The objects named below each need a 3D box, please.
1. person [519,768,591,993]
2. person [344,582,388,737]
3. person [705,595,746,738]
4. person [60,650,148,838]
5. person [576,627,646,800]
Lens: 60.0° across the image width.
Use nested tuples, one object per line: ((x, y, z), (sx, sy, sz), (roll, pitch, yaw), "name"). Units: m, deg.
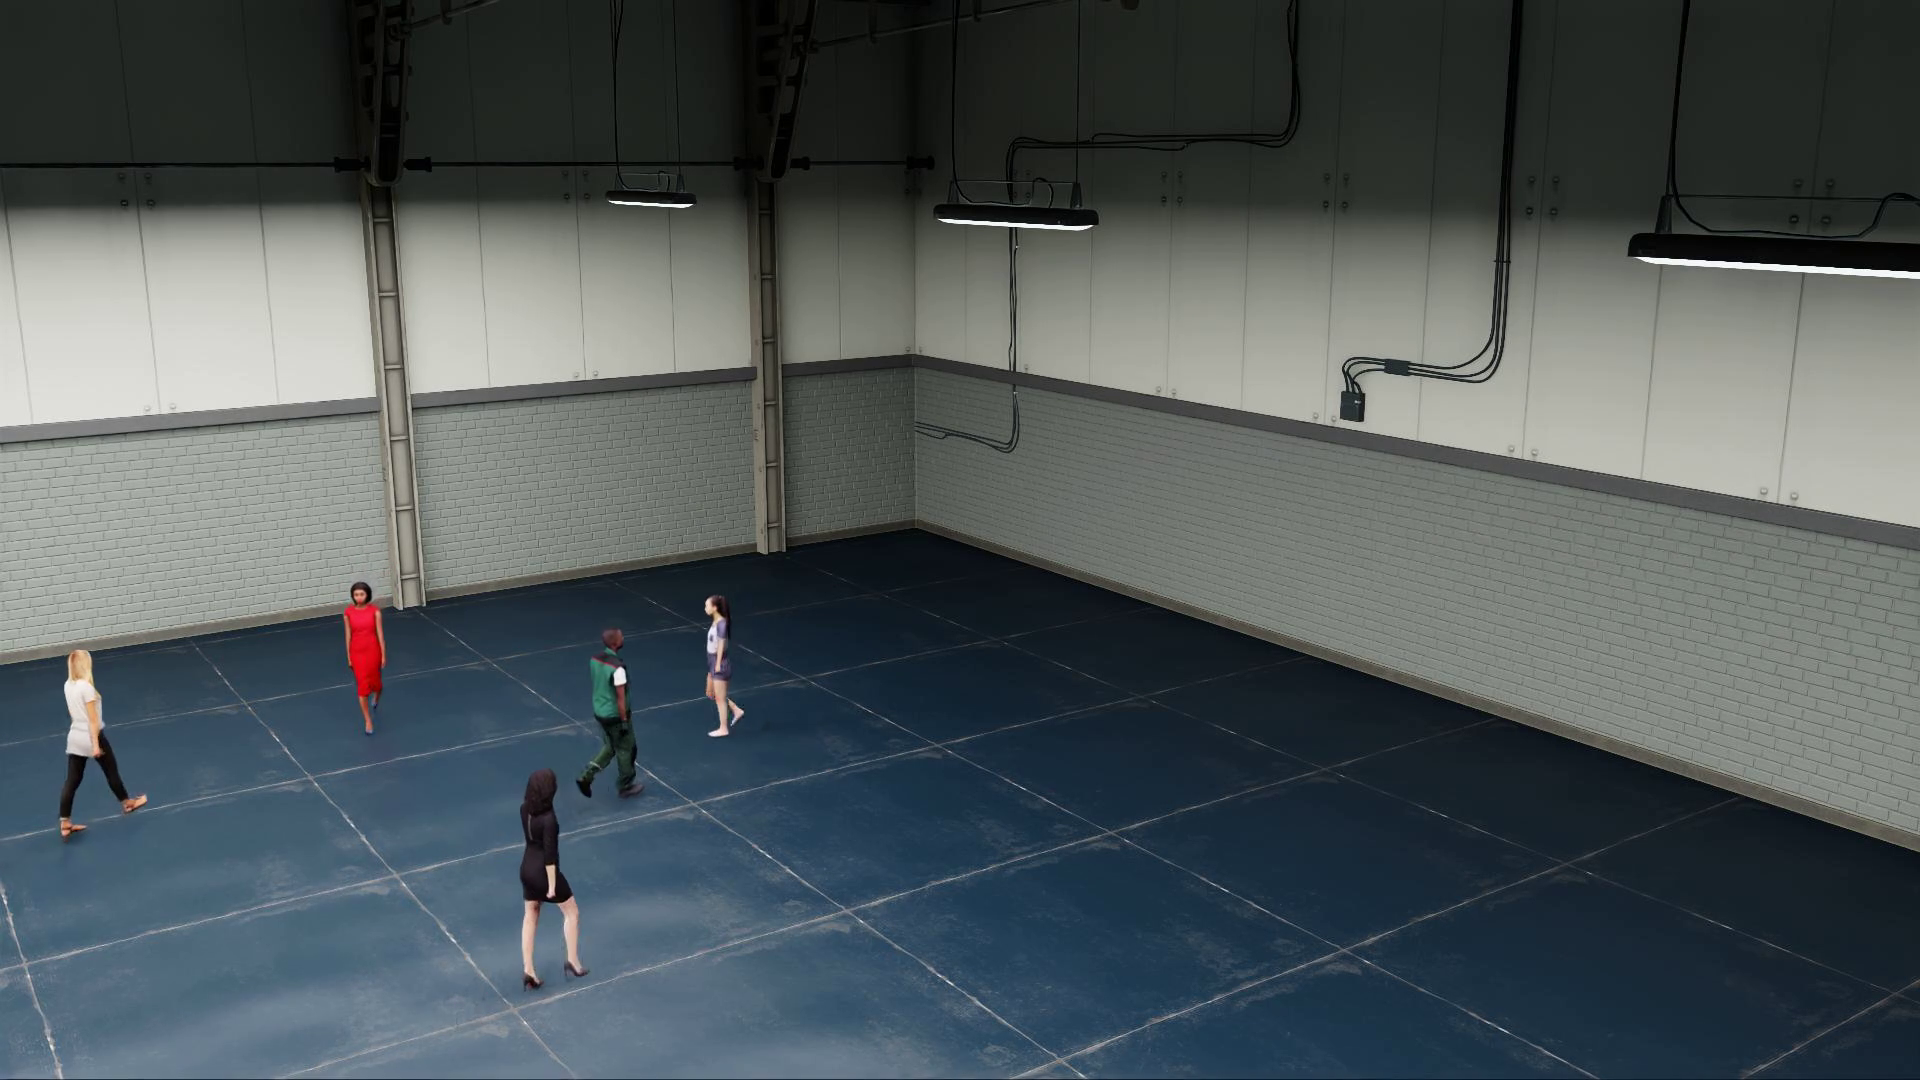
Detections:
((-3.331, 2.679, 12.947), (0.726, 1.787, 0.836), (10, 16, 36), "person")
((-6.761, 1.320, 18.962), (1.027, 1.721, 0.854), (-4, 14, -16), "person")
((-2.614, 1.413, 18.744), (0.748, 1.638, 0.689), (-4, 14, -17), "person")
((-8.475, 1.986, 15.970), (1.032, 1.773, 1.246), (6, 14, 23), "person")
((-3.565, 1.779, 16.758), (1.031, 1.821, 0.794), (-12, 18, -43), "person")
